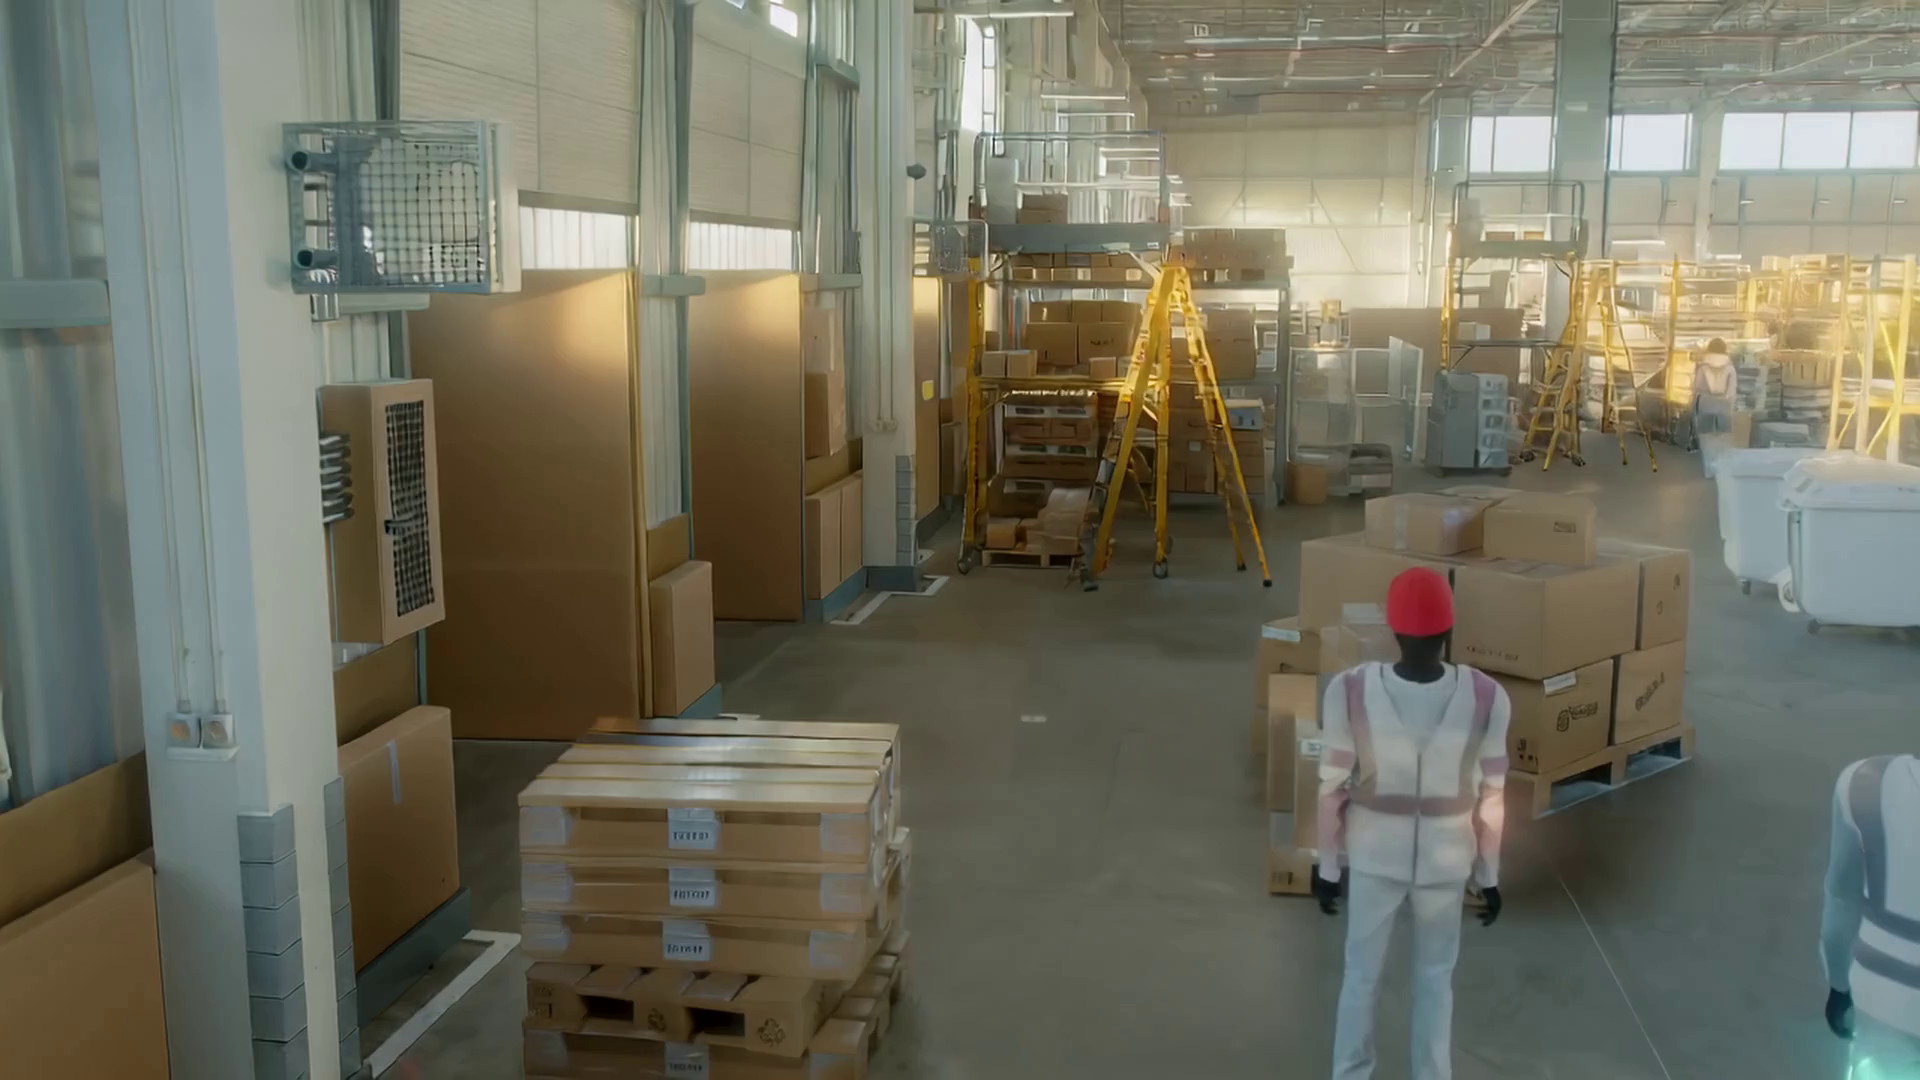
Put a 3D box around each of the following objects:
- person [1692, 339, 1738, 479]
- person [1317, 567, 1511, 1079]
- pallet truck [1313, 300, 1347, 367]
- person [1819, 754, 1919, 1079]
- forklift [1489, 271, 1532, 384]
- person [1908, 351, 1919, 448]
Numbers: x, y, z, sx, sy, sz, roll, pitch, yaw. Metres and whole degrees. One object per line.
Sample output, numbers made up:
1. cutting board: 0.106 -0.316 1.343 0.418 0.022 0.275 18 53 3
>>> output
1. person: 10.256 -1.764 22.595 0.576 1.912 0.651 2 9 14
2. person: 1.446 1.031 5.338 0.592 1.925 0.385 1 9 8
3. pallet truck: 11.159 -6.200 49.718 0.823 1.965 1.885 4 10 26
4. person: 2.537 1.198 4.279 0.402 1.938 0.603 -8 12 -42
5. forklift: 13.422 -5.322 41.591 1.873 2.768 1.129 1 9 9
6. person: 15.504 -2.339 26.728 0.330 1.735 0.486 5 10 28
